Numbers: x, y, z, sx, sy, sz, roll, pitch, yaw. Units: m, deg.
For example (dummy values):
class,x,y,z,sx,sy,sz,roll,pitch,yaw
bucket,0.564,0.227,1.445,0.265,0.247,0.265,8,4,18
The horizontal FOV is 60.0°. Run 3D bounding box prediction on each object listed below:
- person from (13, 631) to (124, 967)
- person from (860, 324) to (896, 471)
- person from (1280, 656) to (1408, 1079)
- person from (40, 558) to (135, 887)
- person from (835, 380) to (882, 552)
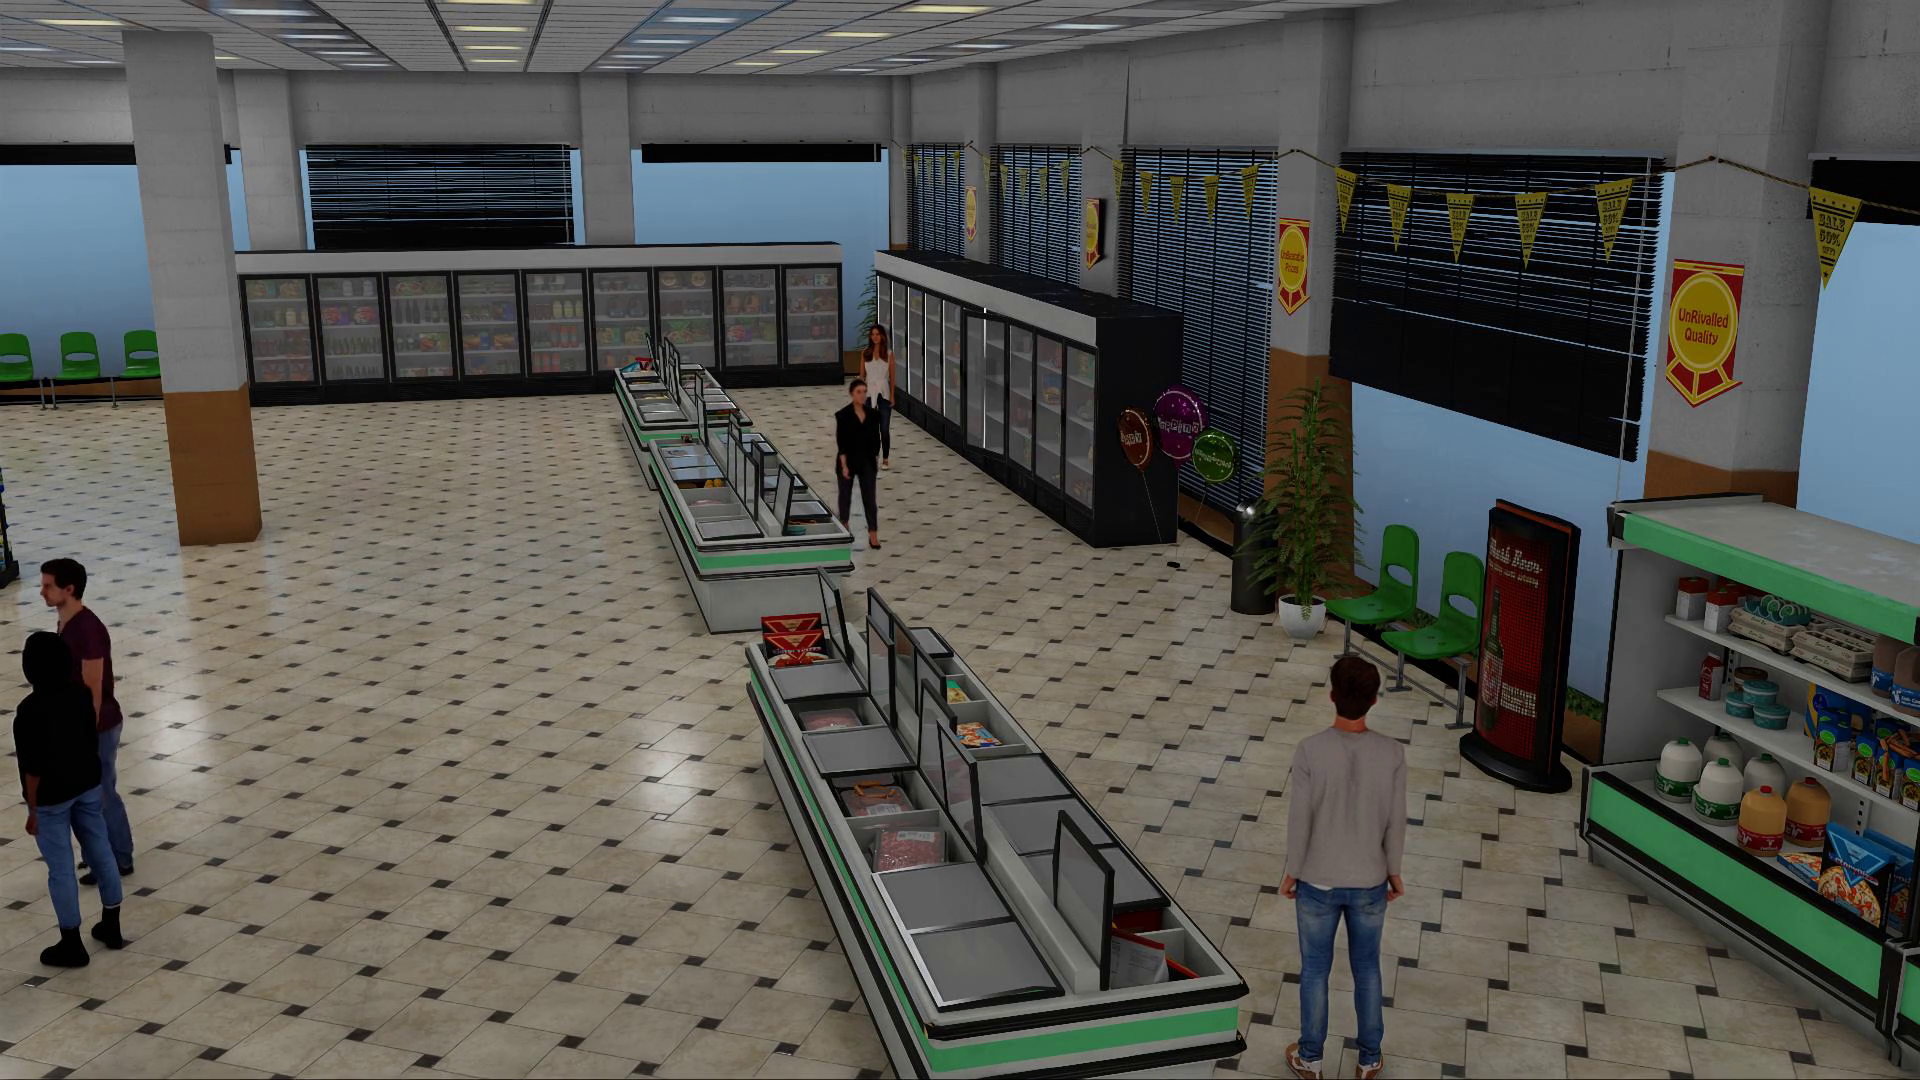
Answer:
class,x,y,z,sx,sy,sz,roll,pitch,yaw
person,-4.396,1.261,8.180,0.725,1.701,0.655,7,15,26
person,-1.011,-1.757,20.447,0.670,1.784,0.660,2,14,9
person,1.631,1.424,7.082,0.734,1.902,0.675,1,14,3
person,-4.675,0.972,9.082,0.860,1.838,0.739,-12,18,-41
person,-1.068,-0.733,16.472,0.706,1.669,1.123,-5,15,-20
